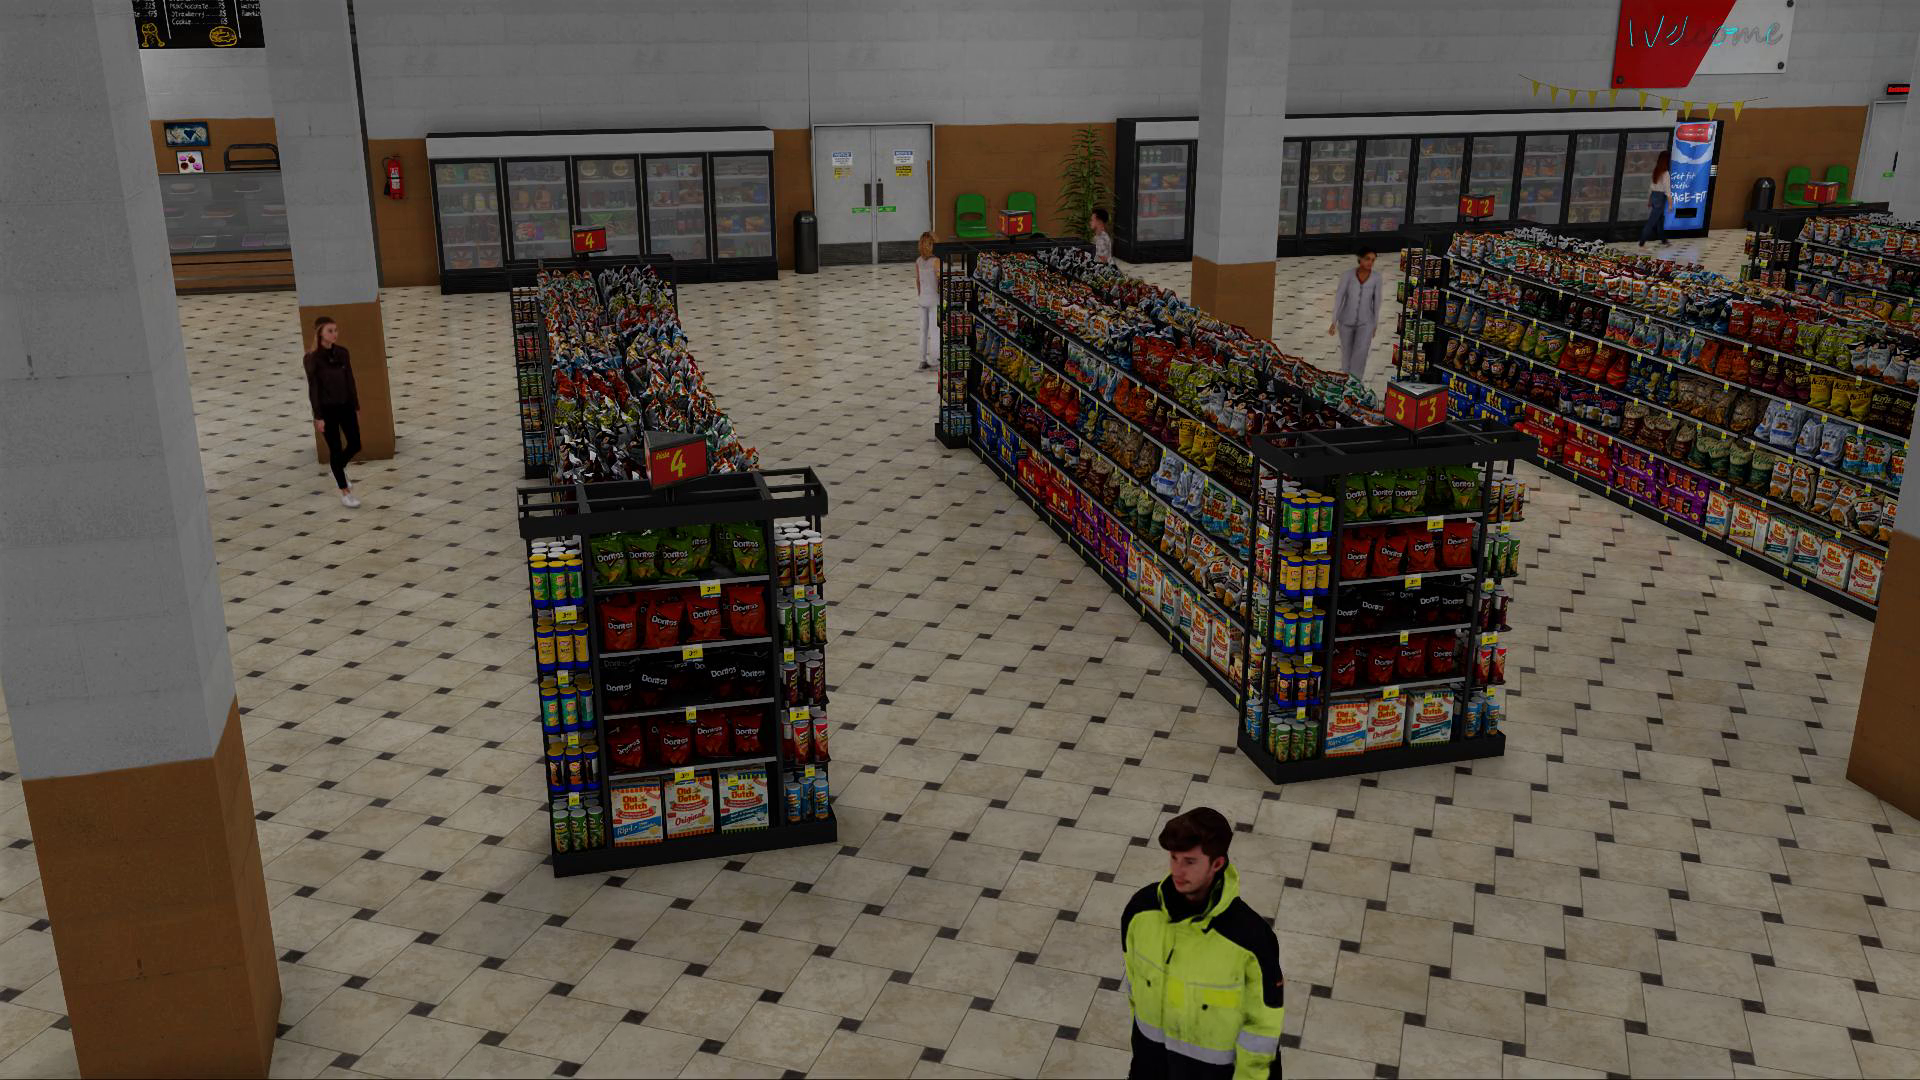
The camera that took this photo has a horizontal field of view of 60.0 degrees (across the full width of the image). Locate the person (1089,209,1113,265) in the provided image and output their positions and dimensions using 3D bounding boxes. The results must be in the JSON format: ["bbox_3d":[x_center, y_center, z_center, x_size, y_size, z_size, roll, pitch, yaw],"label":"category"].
[{"bbox_3d":[1.834,-3.220,20.794,0.831,1.806,0.694,1,19,3],"label":"person"}]

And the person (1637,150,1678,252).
[{"bbox_3d":[11.949,-5.826,28.685,0.785,1.703,0.963,-2,19,-5],"label":"person"}]

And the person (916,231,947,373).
[{"bbox_3d":[-0.362,-2.867,19.958,0.631,1.671,0.733,17,25,42],"label":"person"}]

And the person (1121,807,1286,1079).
[{"bbox_3d":[0.884,1.788,5.742,1.240,1.934,1.291,11,21,29],"label":"person"}]

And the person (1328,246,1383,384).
[{"bbox_3d":[4.444,-2.433,18.639,1.047,1.692,1.202,7,20,21],"label":"person"}]

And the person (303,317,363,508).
[{"bbox_3d":[-5.612,-1.155,14.845,0.957,1.694,0.875,14,23,35],"label":"person"}]
